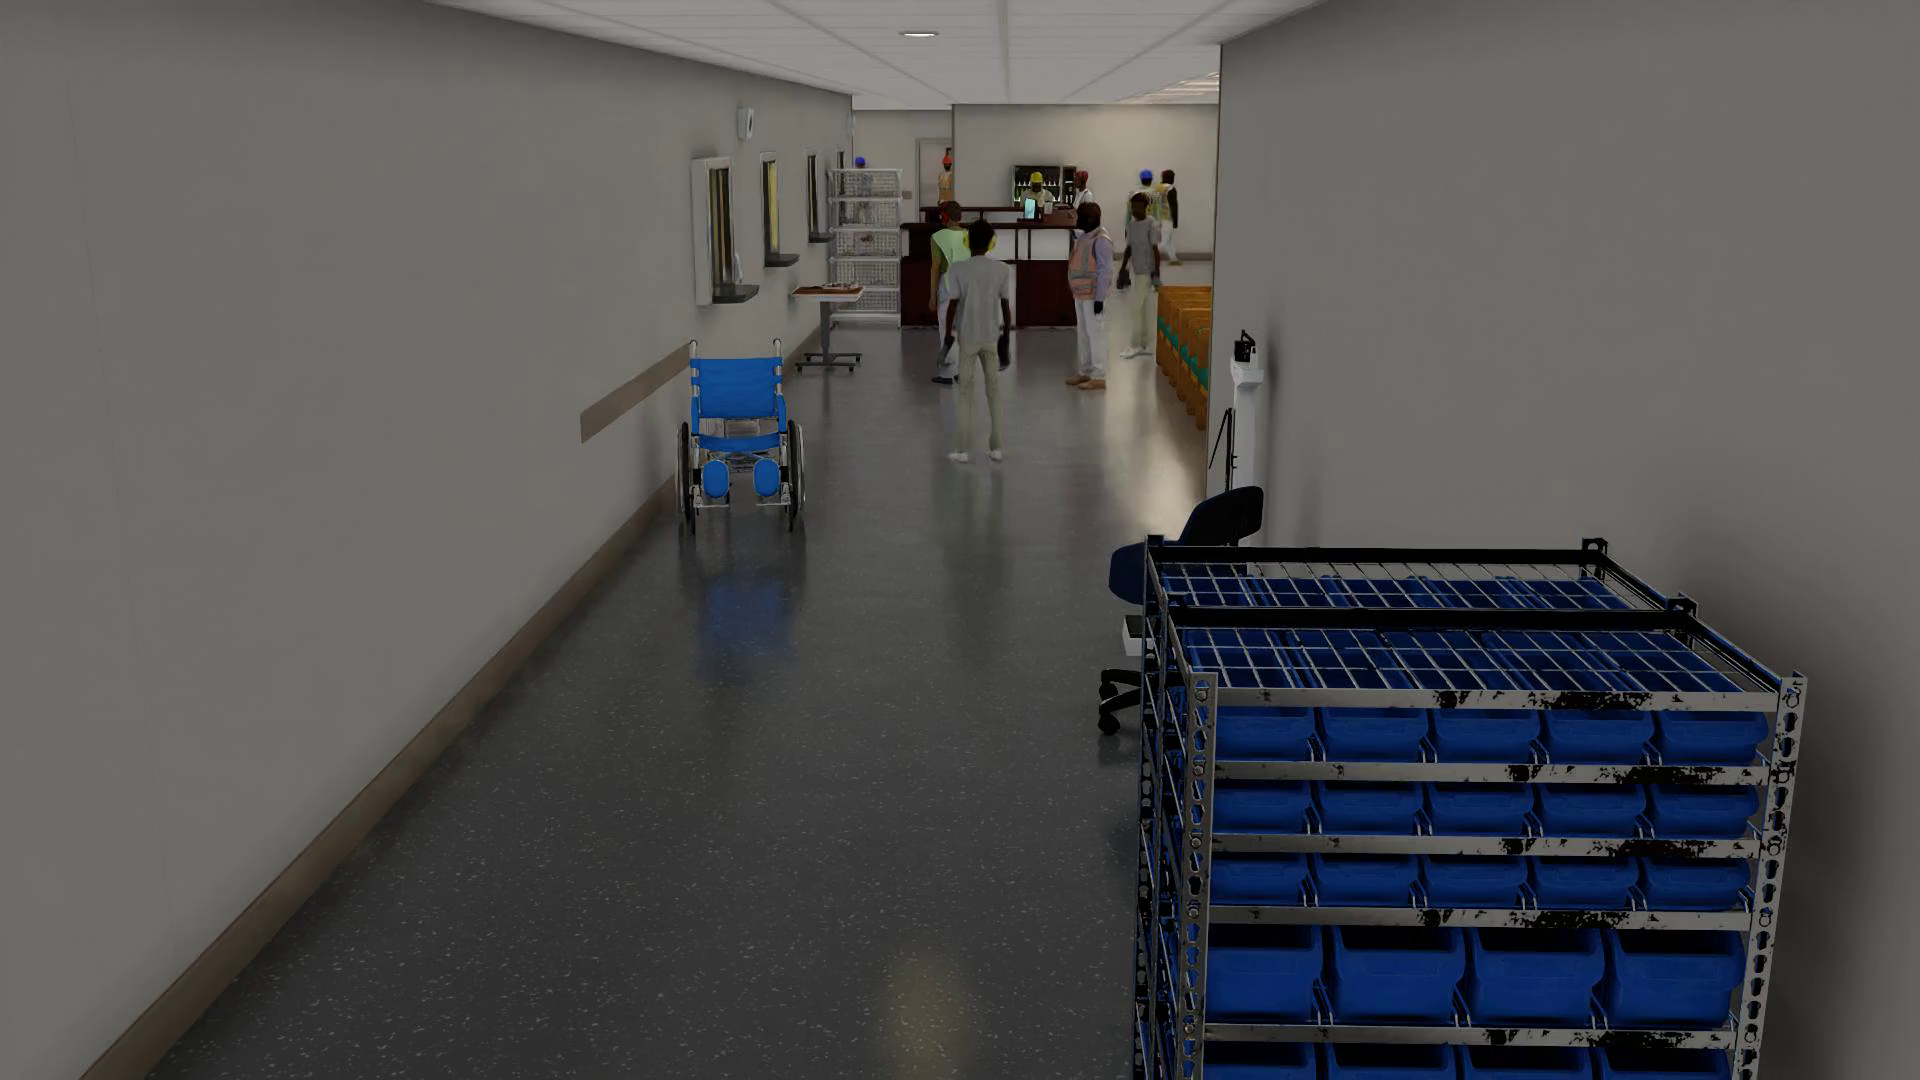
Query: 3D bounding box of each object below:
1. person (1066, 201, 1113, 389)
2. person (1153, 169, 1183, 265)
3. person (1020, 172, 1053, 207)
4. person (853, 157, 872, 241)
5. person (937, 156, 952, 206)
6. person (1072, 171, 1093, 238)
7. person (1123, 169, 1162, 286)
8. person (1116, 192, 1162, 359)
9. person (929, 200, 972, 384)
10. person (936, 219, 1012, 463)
[{"bbox_3d":[1.276,-2.415,16.448,0.429,1.839,0.633,-4,14,-15],"label":"person"},{"bbox_3d":[3.833,-6.055,31.294,0.907,1.809,0.636,-6,15,-23],"label":"person"},{"bbox_3d":[1.309,-5.421,28.686,0.595,1.825,0.404,1,14,5],"label":"person"},{"bbox_3d":[-2.355,-7.814,38.176,0.828,1.918,0.646,-11,18,-38],"label":"person"},{"bbox_3d":[-0.290,-8.000,38.908,0.545,1.938,0.359,7,15,25],"label":"person"},{"bbox_3d":[1.962,-4.962,26.686,0.337,1.882,0.584,-3,14,-13],"label":"person"},{"bbox_3d":[2.978,-5.117,27.295,0.650,1.906,0.875,7,16,28],"label":"person"},{"bbox_3d":[1.948,-2.958,18.643,0.625,1.841,0.643,-7,15,-25],"label":"person"},{"bbox_3d":[-0.053,-2.487,16.756,0.560,1.837,0.388,-12,18,-40],"label":"person"},{"bbox_3d":[0.109,-1.507,12.747,0.615,1.856,0.332,-4,14,-16],"label":"person"}]
